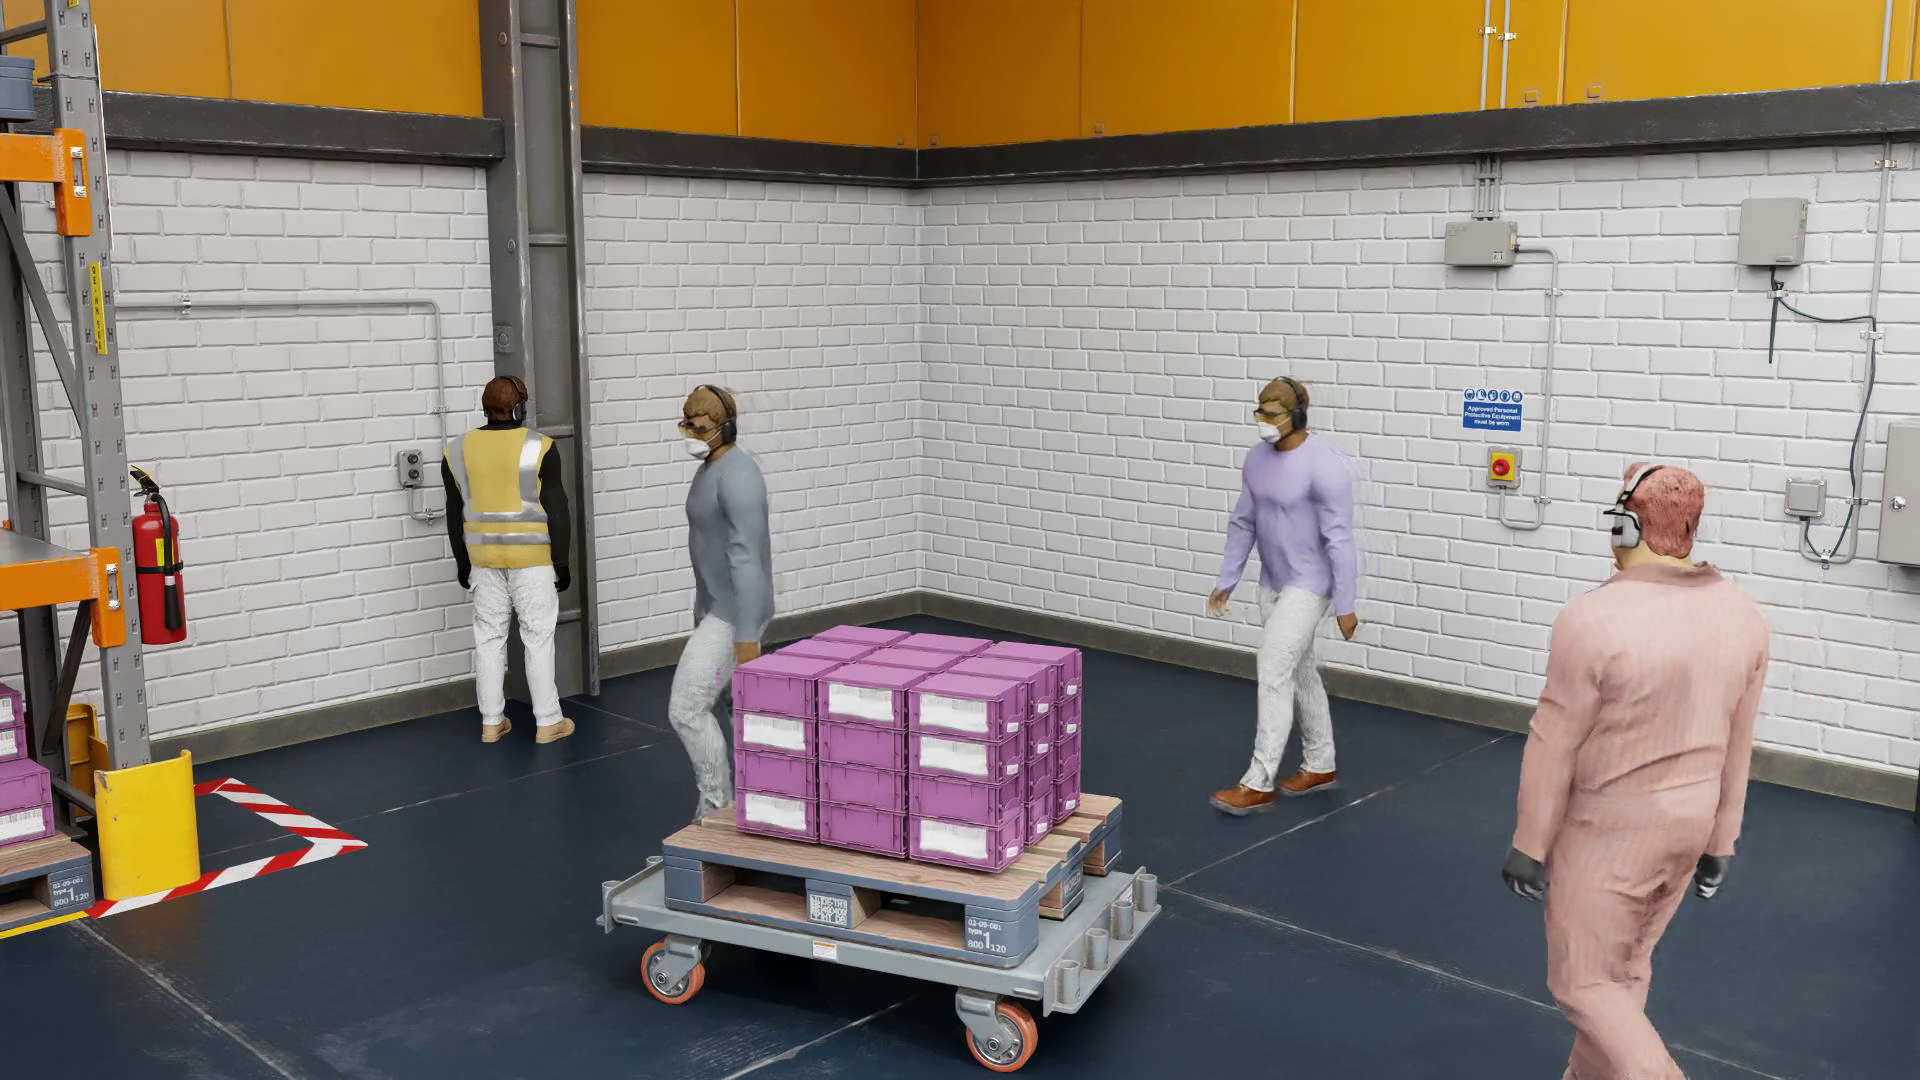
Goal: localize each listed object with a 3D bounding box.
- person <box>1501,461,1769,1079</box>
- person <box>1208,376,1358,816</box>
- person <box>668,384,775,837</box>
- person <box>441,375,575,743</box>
[{"bbox_3d":[1.734,0.745,4.212,0.645,1.885,0.797,-4,10,-25],"label":"person"},{"bbox_3d":[1.364,0.240,7.280,0.882,1.900,0.637,-4,10,-21],"label":"person"},{"bbox_3d":[-1.005,0.327,6.697,0.652,1.907,0.675,-3,10,-15],"label":"person"},{"bbox_3d":[-2.228,0.102,8.295,0.621,1.845,0.429,1,9,7],"label":"person"}]
